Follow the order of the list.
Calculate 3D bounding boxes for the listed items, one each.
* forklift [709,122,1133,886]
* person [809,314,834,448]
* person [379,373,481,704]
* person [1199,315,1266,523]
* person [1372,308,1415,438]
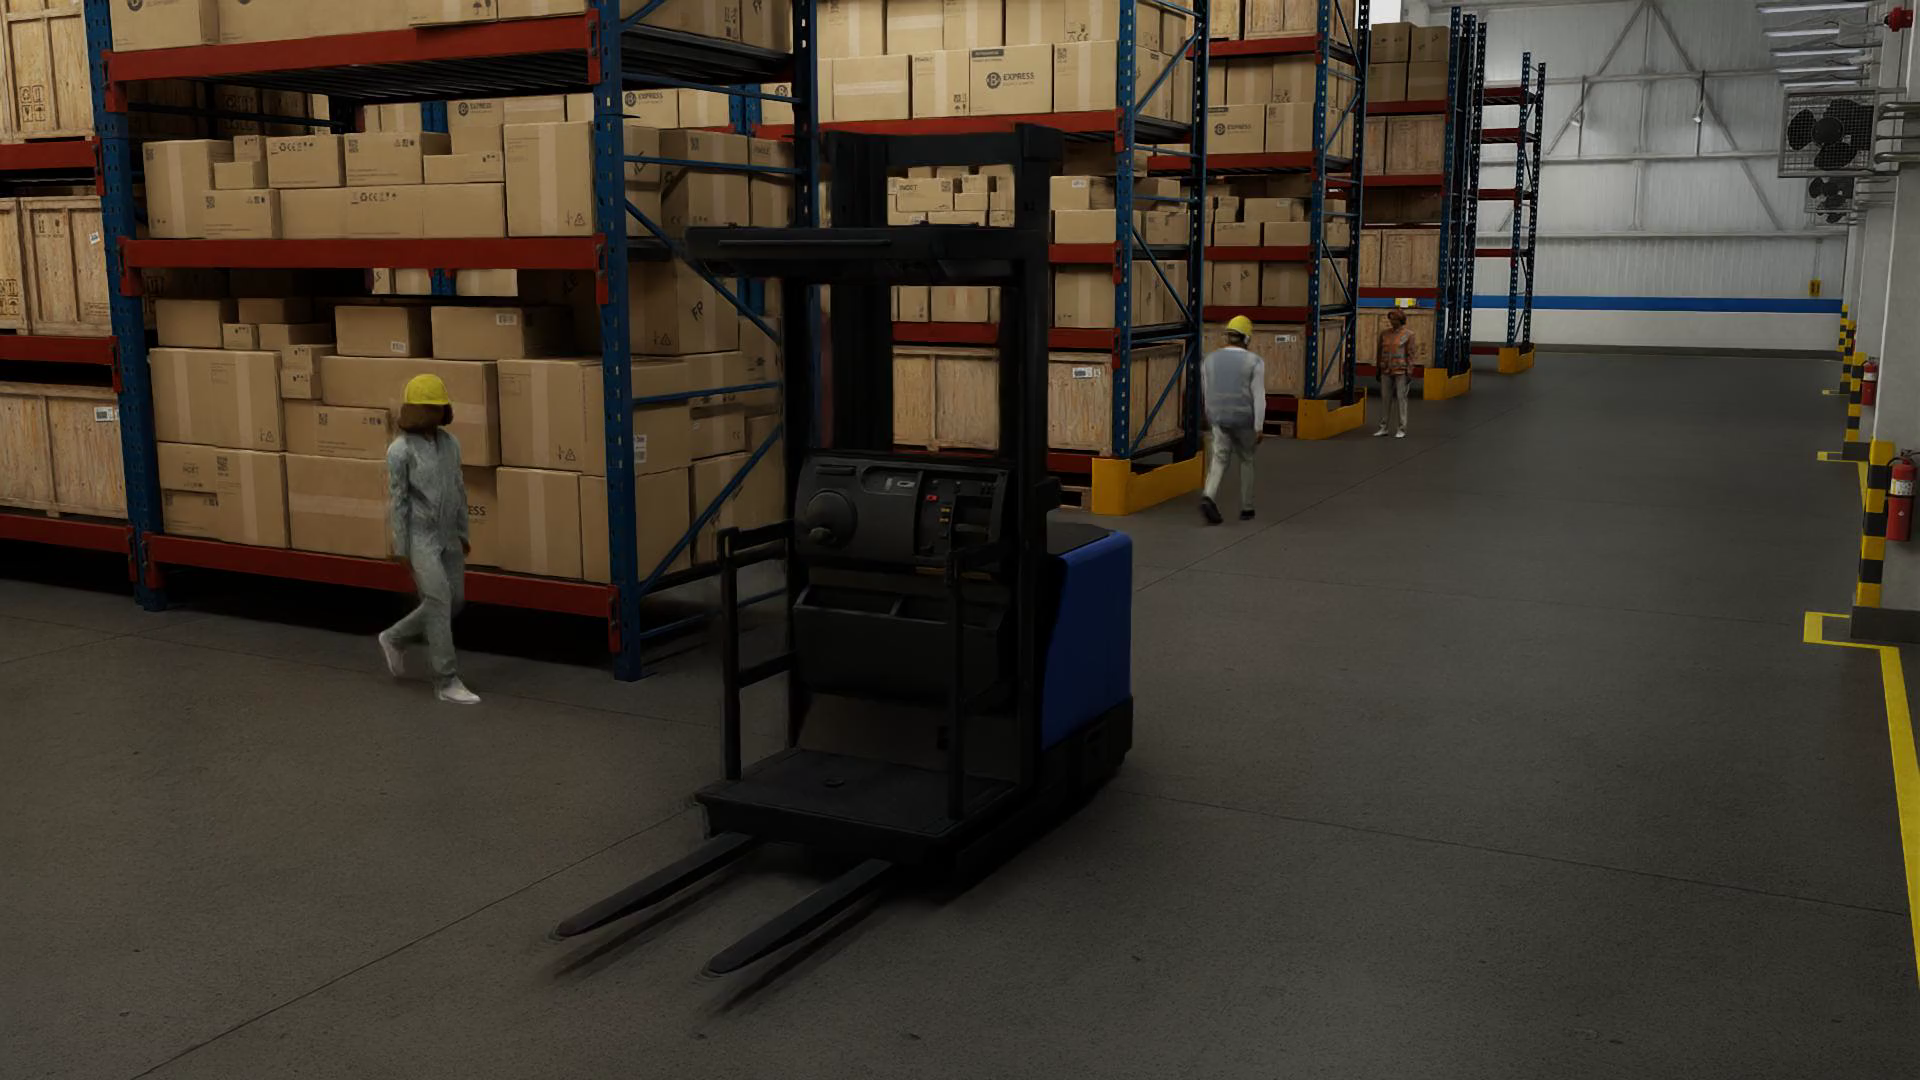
[{"bbox_3d":[-0.067,-0.282,6.880,1.129,2.768,1.873,5,11,27],"label":"forklift"},{"bbox_3d":[-1.050,-0.716,12.251,0.685,1.887,0.538,-7,12,-35],"label":"person"},{"bbox_3d":[-2.808,-0.017,8.689,0.665,1.720,0.491,4,11,23],"label":"person"},{"bbox_3d":[2.336,-1.035,14.358,0.599,1.803,0.731,6,11,29],"label":"person"},{"bbox_3d":[5.498,-2.106,21.040,0.511,1.637,0.307,9,13,42],"label":"person"}]
